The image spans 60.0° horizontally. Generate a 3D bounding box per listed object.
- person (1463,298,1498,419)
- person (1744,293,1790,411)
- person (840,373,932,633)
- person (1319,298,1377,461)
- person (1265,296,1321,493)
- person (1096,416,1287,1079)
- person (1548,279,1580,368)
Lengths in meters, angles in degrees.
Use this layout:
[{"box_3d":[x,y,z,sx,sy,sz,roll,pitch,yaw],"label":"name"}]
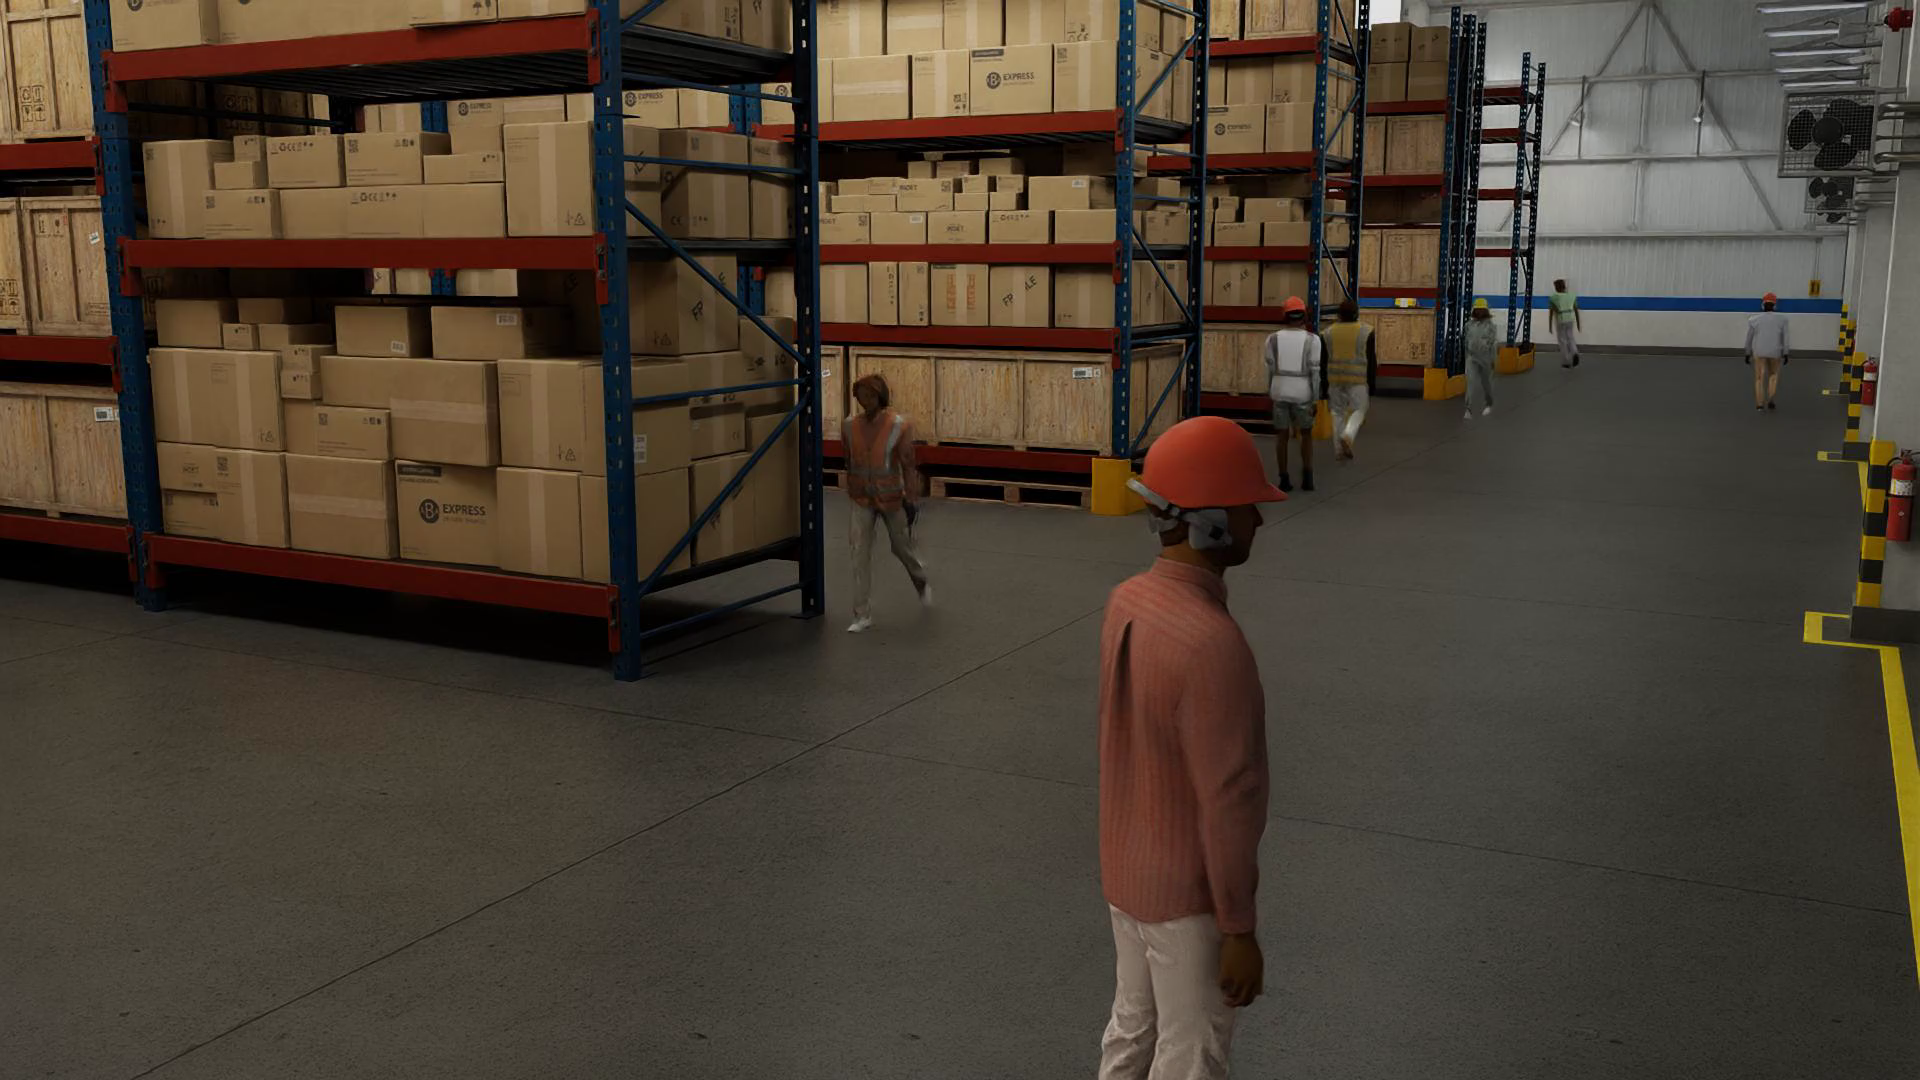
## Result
[{"box_3d":[7.383,-2.583,23.578,0.491,1.710,0.858,7,12,34],"label":"person"},{"box_3d":[12.020,-2.806,24.793,0.597,1.727,0.692,4,11,24],"label":"person"},{"box_3d":[-0.474,-0.263,10.488,0.518,1.602,0.824,3,10,18],"label":"person"},{"box_3d":[4.308,-1.771,18.539,0.647,1.828,0.523,5,11,28],"label":"person"},{"box_3d":[3.245,-1.411,16.204,0.558,1.911,0.477,4,11,22],"label":"person"},{"box_3d":[0.490,0.730,3.578,0.383,1.996,0.609,-3,10,-15],"label":"person"},{"box_3d":[12.251,-4.377,33.711,0.613,1.799,0.648,-2,10,-9],"label":"person"}]
